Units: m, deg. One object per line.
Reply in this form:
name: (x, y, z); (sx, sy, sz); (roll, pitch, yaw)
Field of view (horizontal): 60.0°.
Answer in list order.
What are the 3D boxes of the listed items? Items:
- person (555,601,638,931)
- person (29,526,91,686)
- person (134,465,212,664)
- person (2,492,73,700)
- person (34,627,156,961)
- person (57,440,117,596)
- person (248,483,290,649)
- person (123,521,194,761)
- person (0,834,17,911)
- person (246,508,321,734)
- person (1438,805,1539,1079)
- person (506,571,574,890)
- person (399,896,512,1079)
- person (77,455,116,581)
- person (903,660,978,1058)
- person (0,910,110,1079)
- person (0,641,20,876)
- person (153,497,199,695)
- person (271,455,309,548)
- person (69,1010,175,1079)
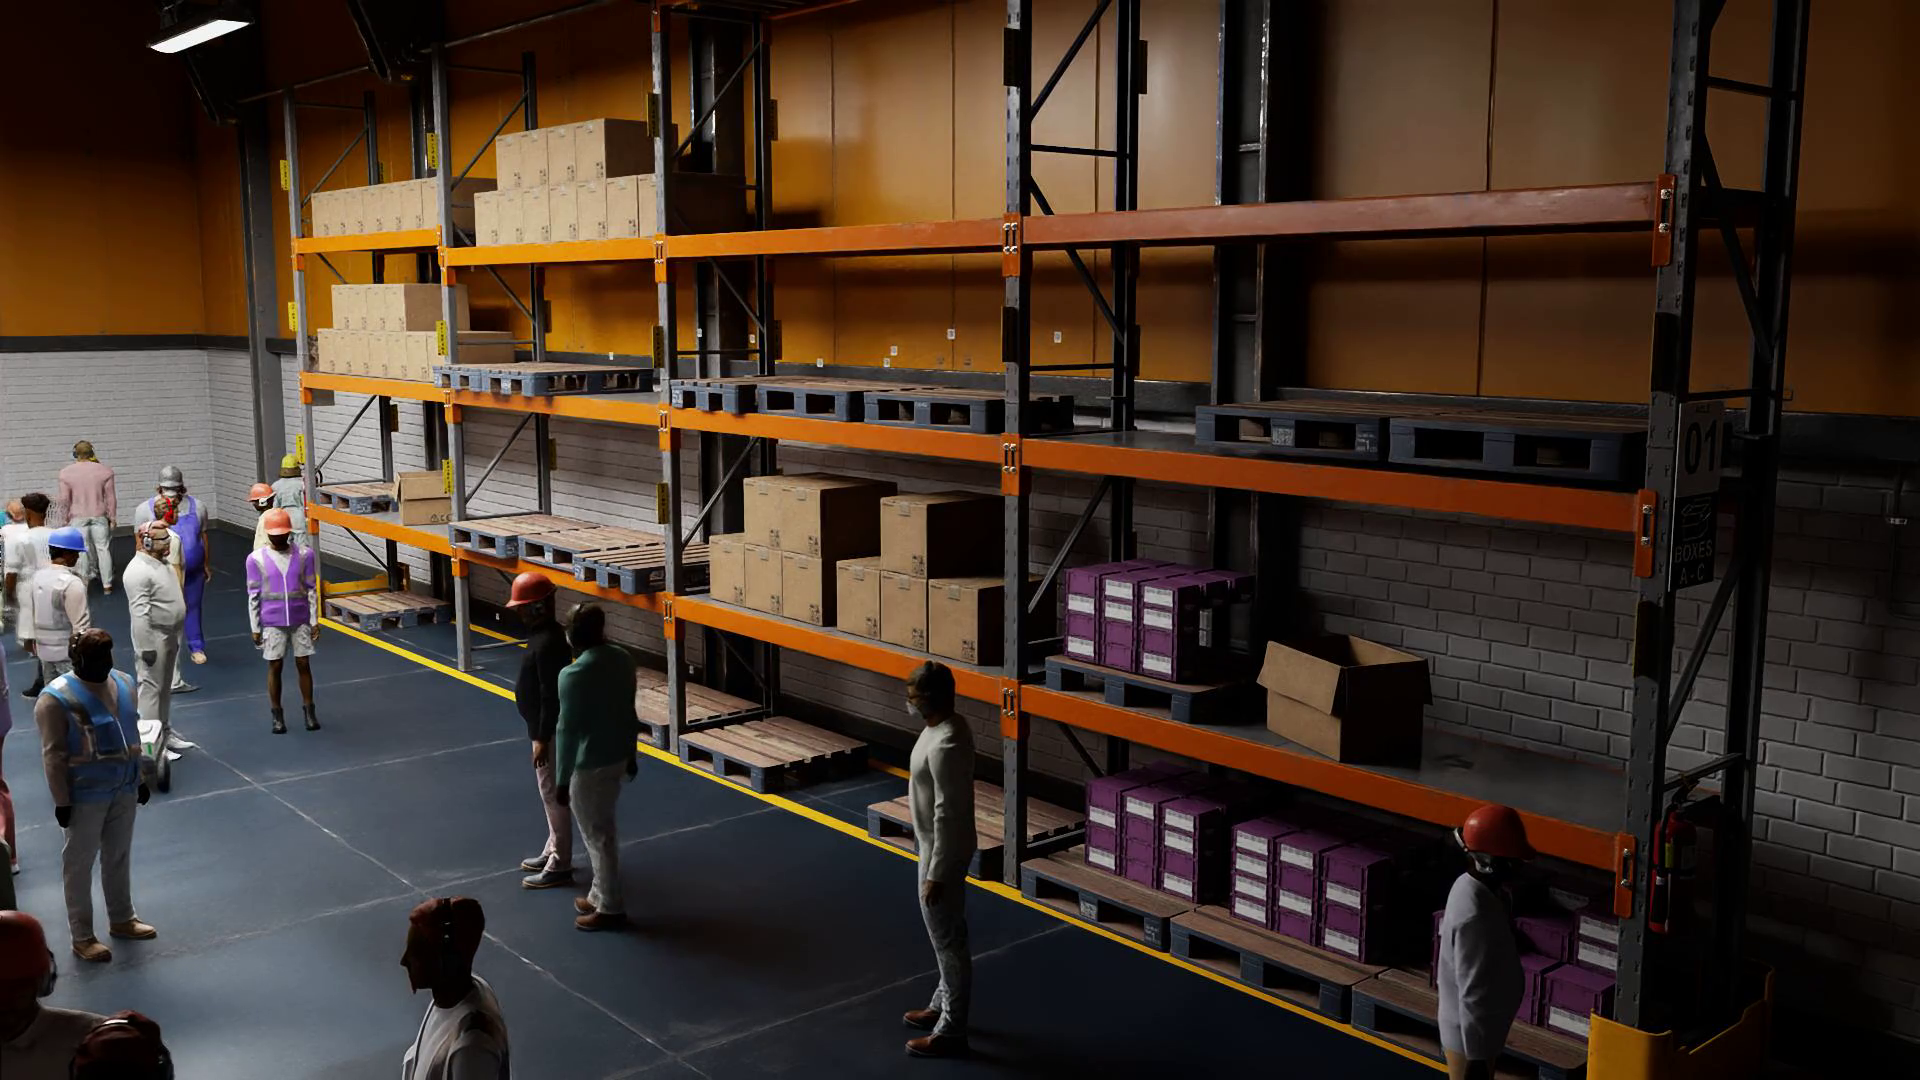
person: (-2.127, 1.306, 9.670); (0.452, 1.926, 0.646); (4, 9, 24)
person: (-6.812, 0.863, 12.706); (0.614, 1.934, 0.414); (5, 10, 31)
person: (-7.800, 0.256, 16.564); (0.686, 2.000, 0.535); (-6, 10, -36)
person: (-8.241, 0.535, 15.014); (0.791, 1.930, 0.623); (3, 9, 21)
person: (-4.813, 1.397, 9.324); (0.429, 1.845, 0.621); (3, 9, 19)
person: (-10.769, -0.268, 20.562); (0.636, 1.938, 0.362); (-6, 10, -34)
person: (-7.290, 0.267, 17.531); (0.354, 1.738, 0.575); (-2, 8, -12)
person: (-6.393, 0.792, 13.301); (0.400, 1.910, 0.641); (-1, 8, -7)
person: (-4.006, 1.736, 6.601); (0.615, 1.945, 0.404); (4, 9, 23)
person: (-5.699, 0.680, 14.038); (0.548, 1.925, 0.389); (-5, 9, -30)
person: (2.010, 1.863, 6.391); (0.342, 1.749, 0.573); (3, 9, 18)
person: (-2.598, 1.173, 10.382); (0.392, 1.986, 0.609); (-2, 8, -13)
person: (-1.525, 1.991, 5.058); (0.355, 1.883, 0.575); (-4, 9, -24)
person: (-11.273, -0.317, 21.630); (0.490, 1.728, 0.324); (1, 8, 5)
person: (-0.099, 1.532, 8.071); (0.372, 1.934, 0.627); (0, 8, -1)
person: (-2.635, 1.992, 4.706); (0.617, 1.984, 0.408); (-3, 9, -21)
person: (-6.189, 1.187, 10.487); (0.366, 1.926, 0.593); (-6, 10, -35)
person: (-7.379, 0.522, 15.436); (0.562, 1.837, 0.389); (6, 10, 38)
person: (-8.294, -0.193, 20.710); (0.484, 1.745, 0.298); (0, 8, 2)
person: (-2.095, 2.105, 4.295); (0.576, 1.876, 0.359); (-1, 8, -9)
